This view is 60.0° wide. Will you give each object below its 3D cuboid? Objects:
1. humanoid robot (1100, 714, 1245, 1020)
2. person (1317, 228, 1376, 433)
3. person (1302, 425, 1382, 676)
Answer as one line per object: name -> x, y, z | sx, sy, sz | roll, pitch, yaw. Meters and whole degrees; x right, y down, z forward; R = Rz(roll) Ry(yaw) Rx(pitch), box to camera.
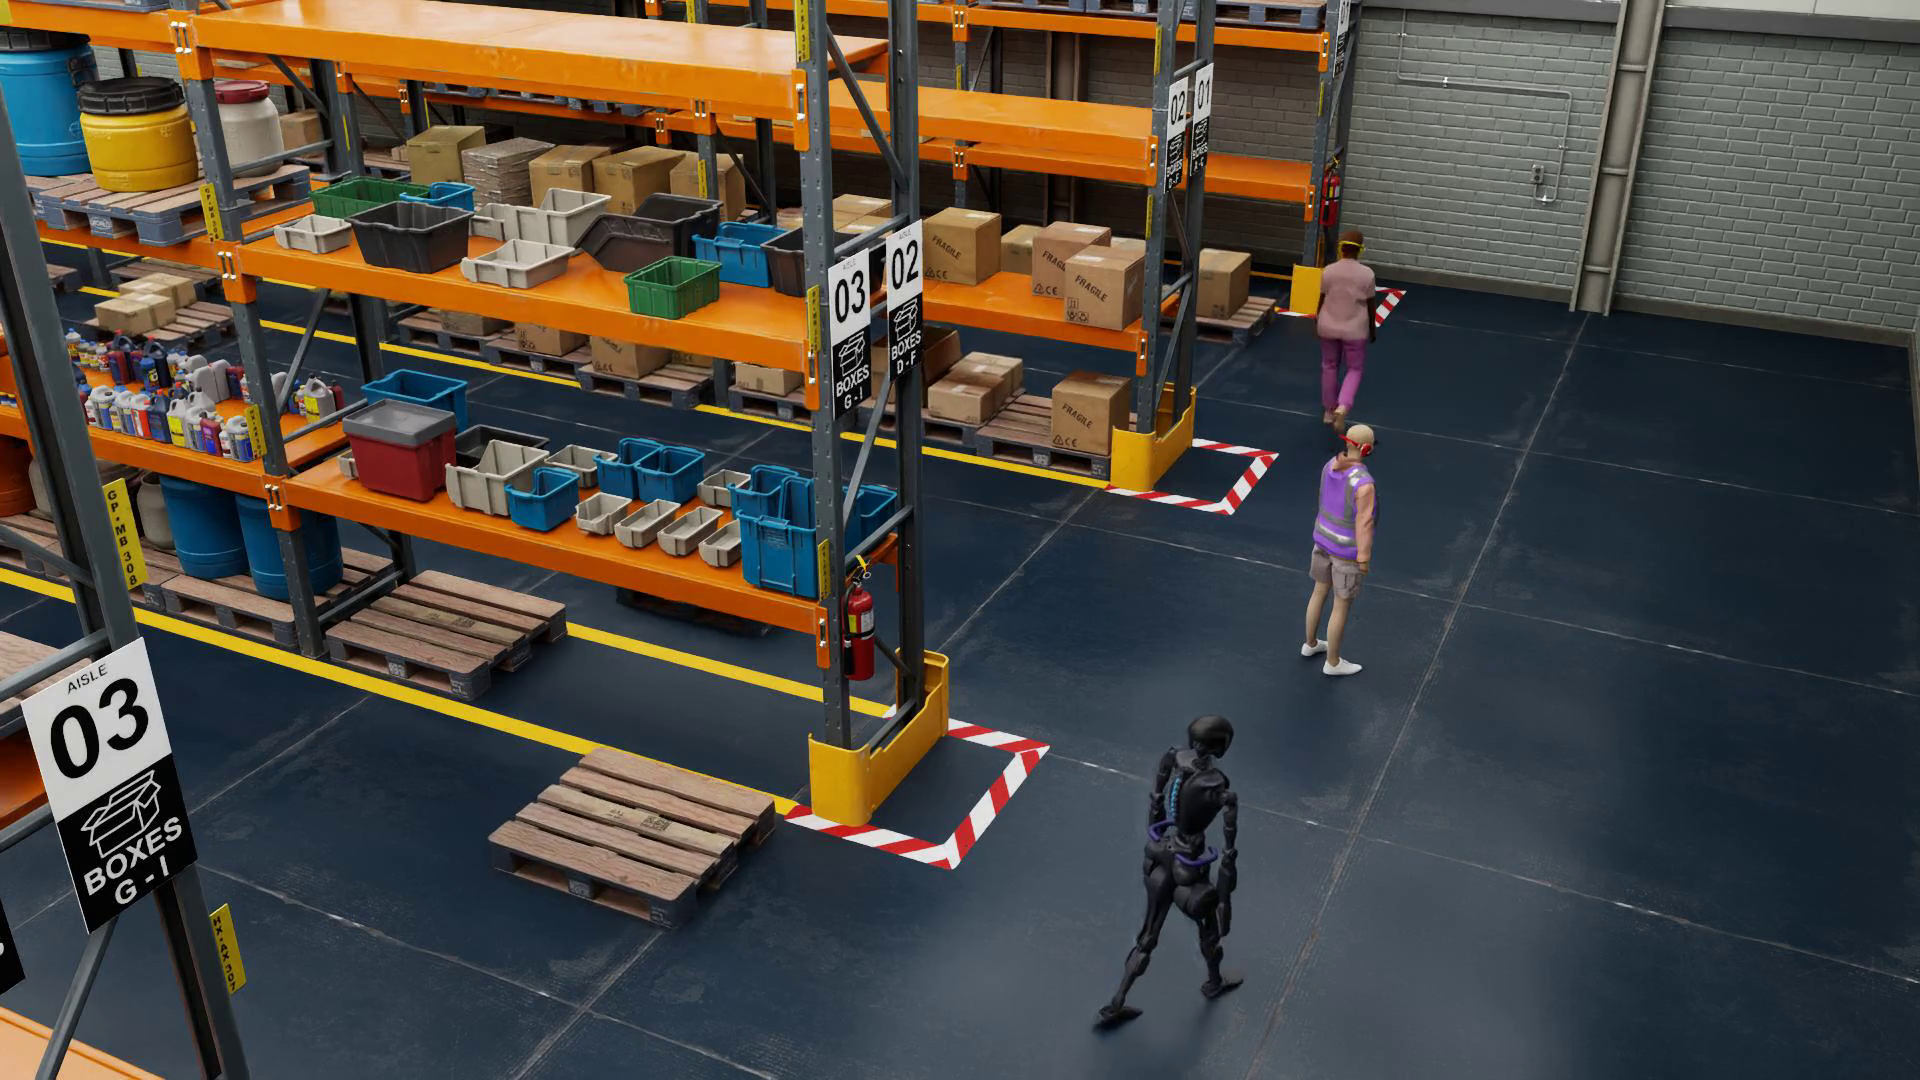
humanoid robot -> 1.014, 1.523, 7.704 | 0.787, 1.636, 0.614 | -16, 31, -29
person -> 3.263, -1.760, 14.170 | 0.507, 1.780, 0.652 | 13, 29, 24
person -> 2.432, 0.059, 10.586 | 0.350, 1.688, 0.488 | -11, 28, -21
